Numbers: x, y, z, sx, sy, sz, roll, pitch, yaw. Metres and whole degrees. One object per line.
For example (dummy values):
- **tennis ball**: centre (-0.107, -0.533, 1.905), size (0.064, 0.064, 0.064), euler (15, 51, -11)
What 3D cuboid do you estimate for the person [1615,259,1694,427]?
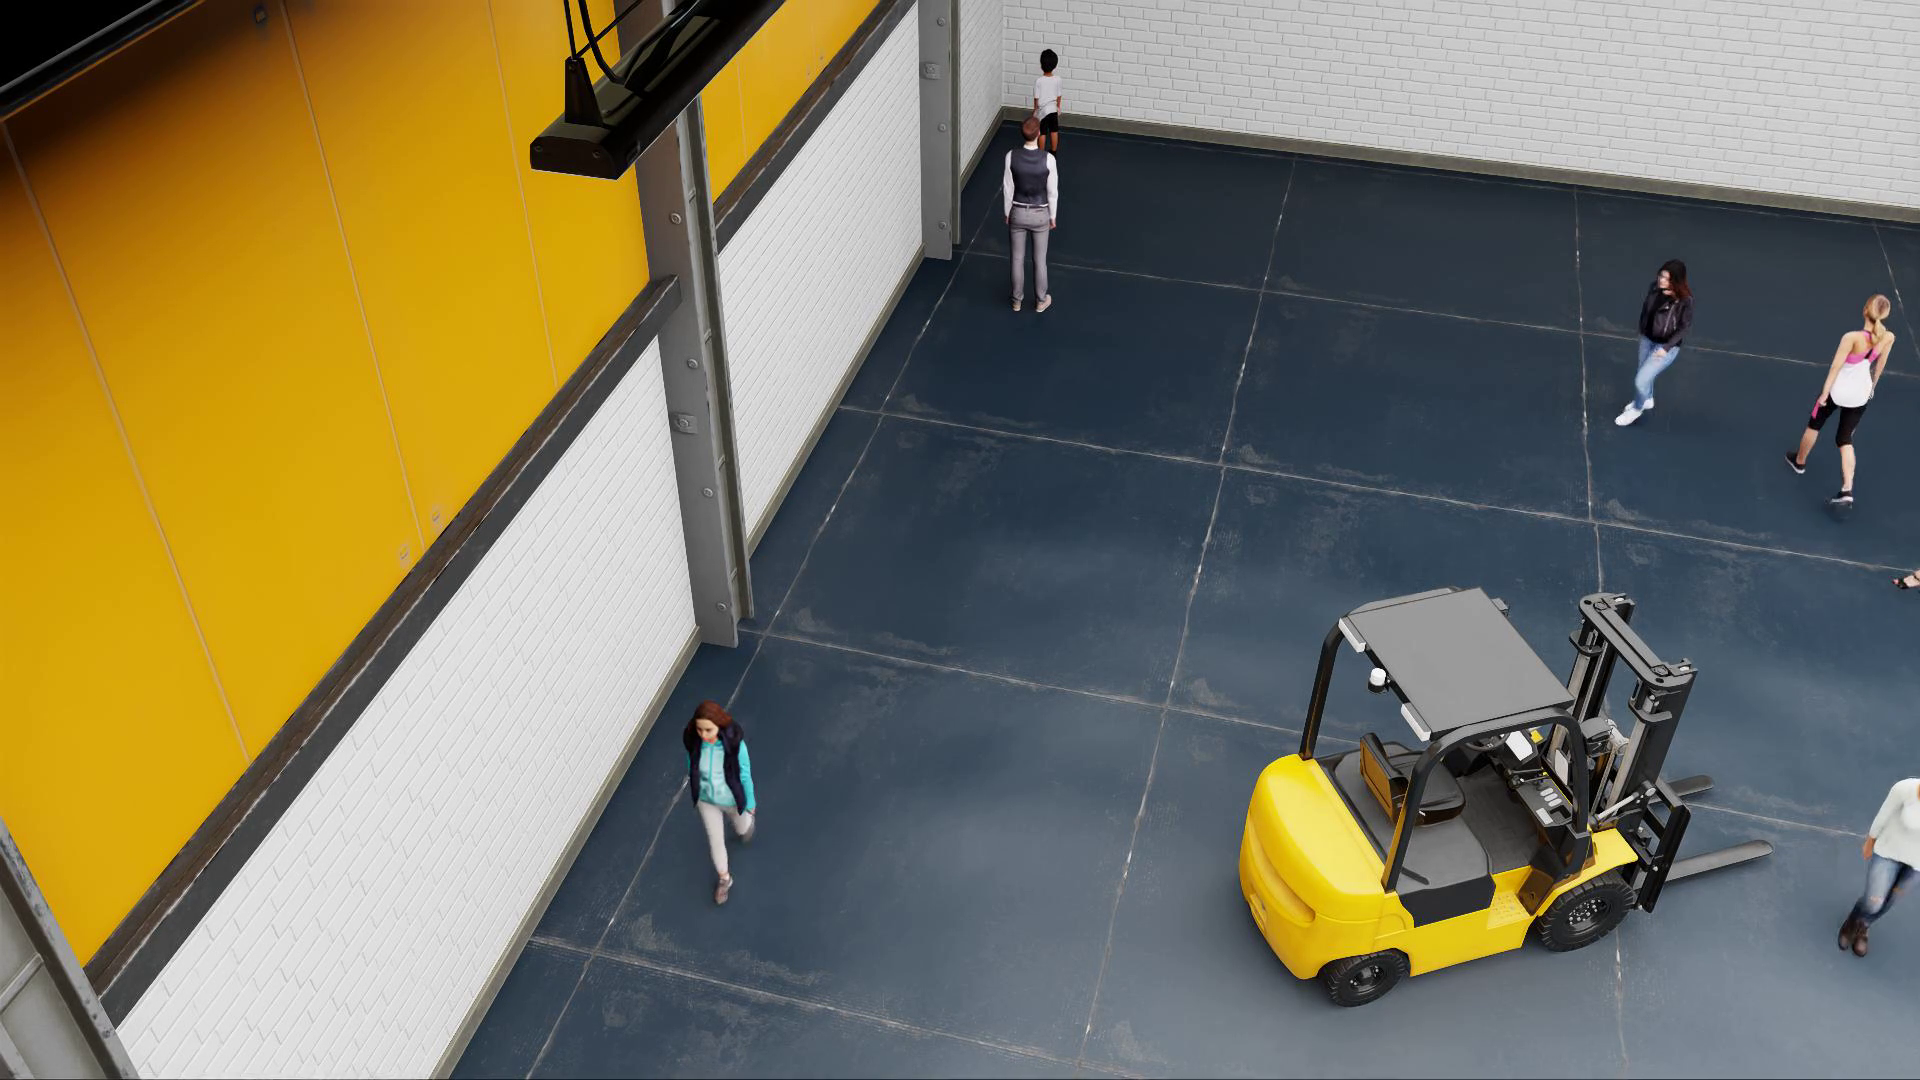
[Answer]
- **person**: centre (5.929, -1.646, 13.999), size (0.911, 1.601, 0.855), euler (-11, 40, -13)

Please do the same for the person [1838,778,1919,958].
- **person**: centre (5.492, 1.781, 9.680), size (0.607, 1.636, 0.603), euler (12, 40, 15)

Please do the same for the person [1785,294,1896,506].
- **person**: centre (7.056, -1.079, 13.165), size (0.873, 1.756, 1.206), euler (-2, 39, -2)

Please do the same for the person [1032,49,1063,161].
- **person**: centre (0.949, -4.723, 18.126), size (0.571, 1.259, 0.614), euler (-13, 40, -16)

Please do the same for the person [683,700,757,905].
- **person**: centre (-1.426, 1.505, 10.152), size (0.646, 1.478, 0.935), euler (5, 39, 6)

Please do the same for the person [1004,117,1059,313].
- **person**: centre (0.649, -3.026, 15.457), size (0.666, 1.937, 0.574), euler (7, 39, 8)
